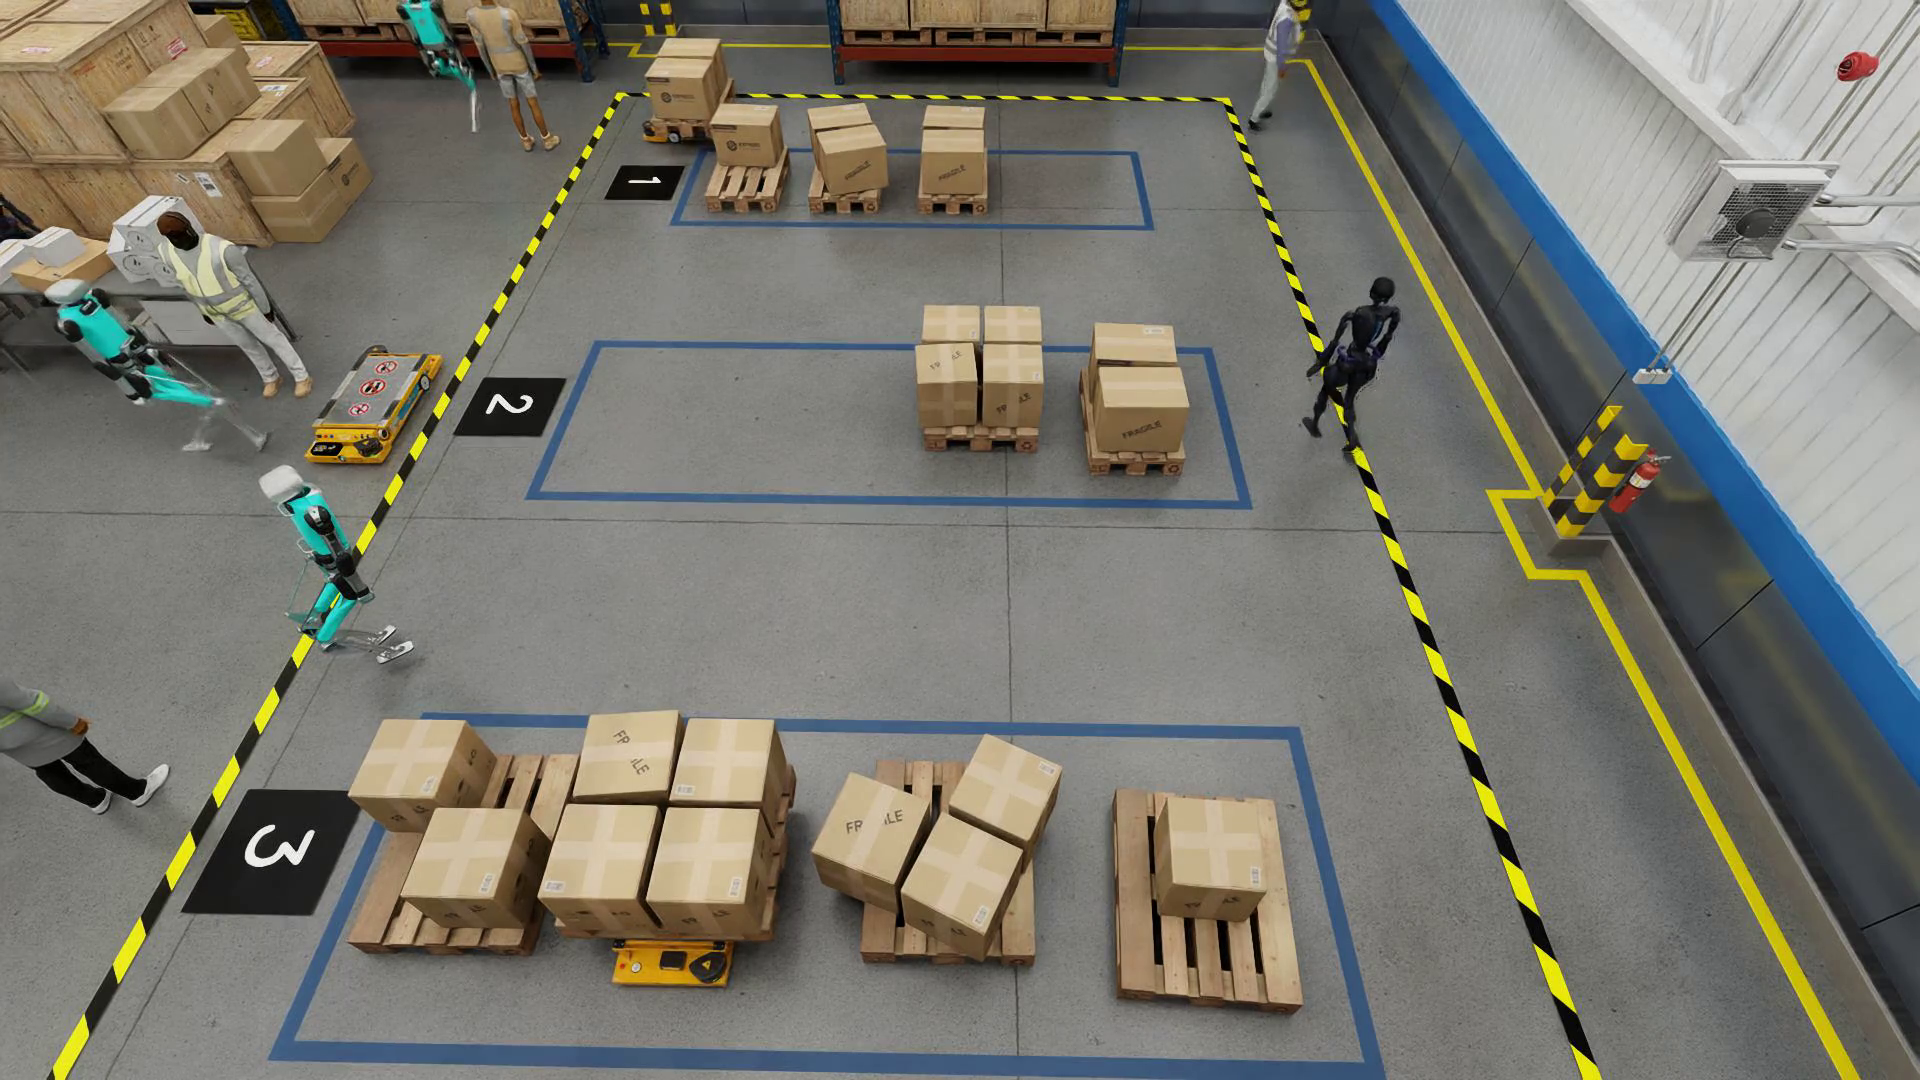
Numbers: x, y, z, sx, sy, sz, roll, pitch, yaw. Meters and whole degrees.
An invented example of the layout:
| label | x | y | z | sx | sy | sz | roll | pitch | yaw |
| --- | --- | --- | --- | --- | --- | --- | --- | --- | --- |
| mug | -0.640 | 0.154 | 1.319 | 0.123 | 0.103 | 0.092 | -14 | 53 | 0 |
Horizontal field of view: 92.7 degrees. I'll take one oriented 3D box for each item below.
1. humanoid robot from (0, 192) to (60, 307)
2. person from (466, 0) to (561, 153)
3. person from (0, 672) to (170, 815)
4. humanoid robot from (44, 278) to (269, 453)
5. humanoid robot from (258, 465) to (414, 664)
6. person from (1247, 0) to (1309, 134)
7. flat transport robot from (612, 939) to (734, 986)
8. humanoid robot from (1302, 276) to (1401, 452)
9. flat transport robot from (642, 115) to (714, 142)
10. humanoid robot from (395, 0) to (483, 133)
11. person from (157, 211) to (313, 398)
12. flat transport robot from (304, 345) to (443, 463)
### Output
| label | x | y | z | sx | sy | sz | roll | pitch | yaw |
| --- | --- | --- | --- | --- | --- | --- | --- | --- | --- |
| humanoid robot | -9.193 | -2.911 | 8.953 | 0.798 | 1.631 | 0.608 | -1 | 50 | -1 |
| person | -5.404 | -5.724 | 11.050 | 0.613 | 2.040 | 0.375 | -2 | 50 | -2 |
| person | -5.534 | 1.092 | 5.406 | 0.591 | 1.852 | 0.362 | -7 | 50 | -6 |
| humanoid robot | -6.461 | -1.378 | 7.595 | 0.995 | 1.772 | 0.531 | -5 | 50 | -4 |
| humanoid robot | -4.279 | 0.312 | 6.101 | 0.539 | 1.742 | 0.740 | 35 | 58 | 26 |
| person | 4.018 | -6.085 | 11.527 | 0.407 | 1.783 | 0.677 | 12 | 51 | 10 |
| flat transport robot | -1.659 | 1.971 | 5.681 | 0.652 | 0.197 | 1.431 | 1 | 50 | 1 |
| humanoid robot | 3.283 | -1.427 | 7.660 | 0.600 | 1.645 | 0.562 | -8 | 50 | -6 |
| flat transport robot | -3.360 | -5.445 | 11.956 | 1.431 | 0.197 | 0.652 | 1 | 50 | 1 |
| humanoid robot | -6.475 | -6.200 | 11.666 | 0.555 | 1.793 | 0.922 | -3 | 50 | -2 |
| person | -6.391 | -2.040 | 8.071 | 0.622 | 1.837 | 0.429 | -3 | 50 | -3 |
| flat transport robot | -5.383 | -1.269 | 8.441 | 0.659 | 0.231 | 1.431 | 1 | 50 | 1 |
